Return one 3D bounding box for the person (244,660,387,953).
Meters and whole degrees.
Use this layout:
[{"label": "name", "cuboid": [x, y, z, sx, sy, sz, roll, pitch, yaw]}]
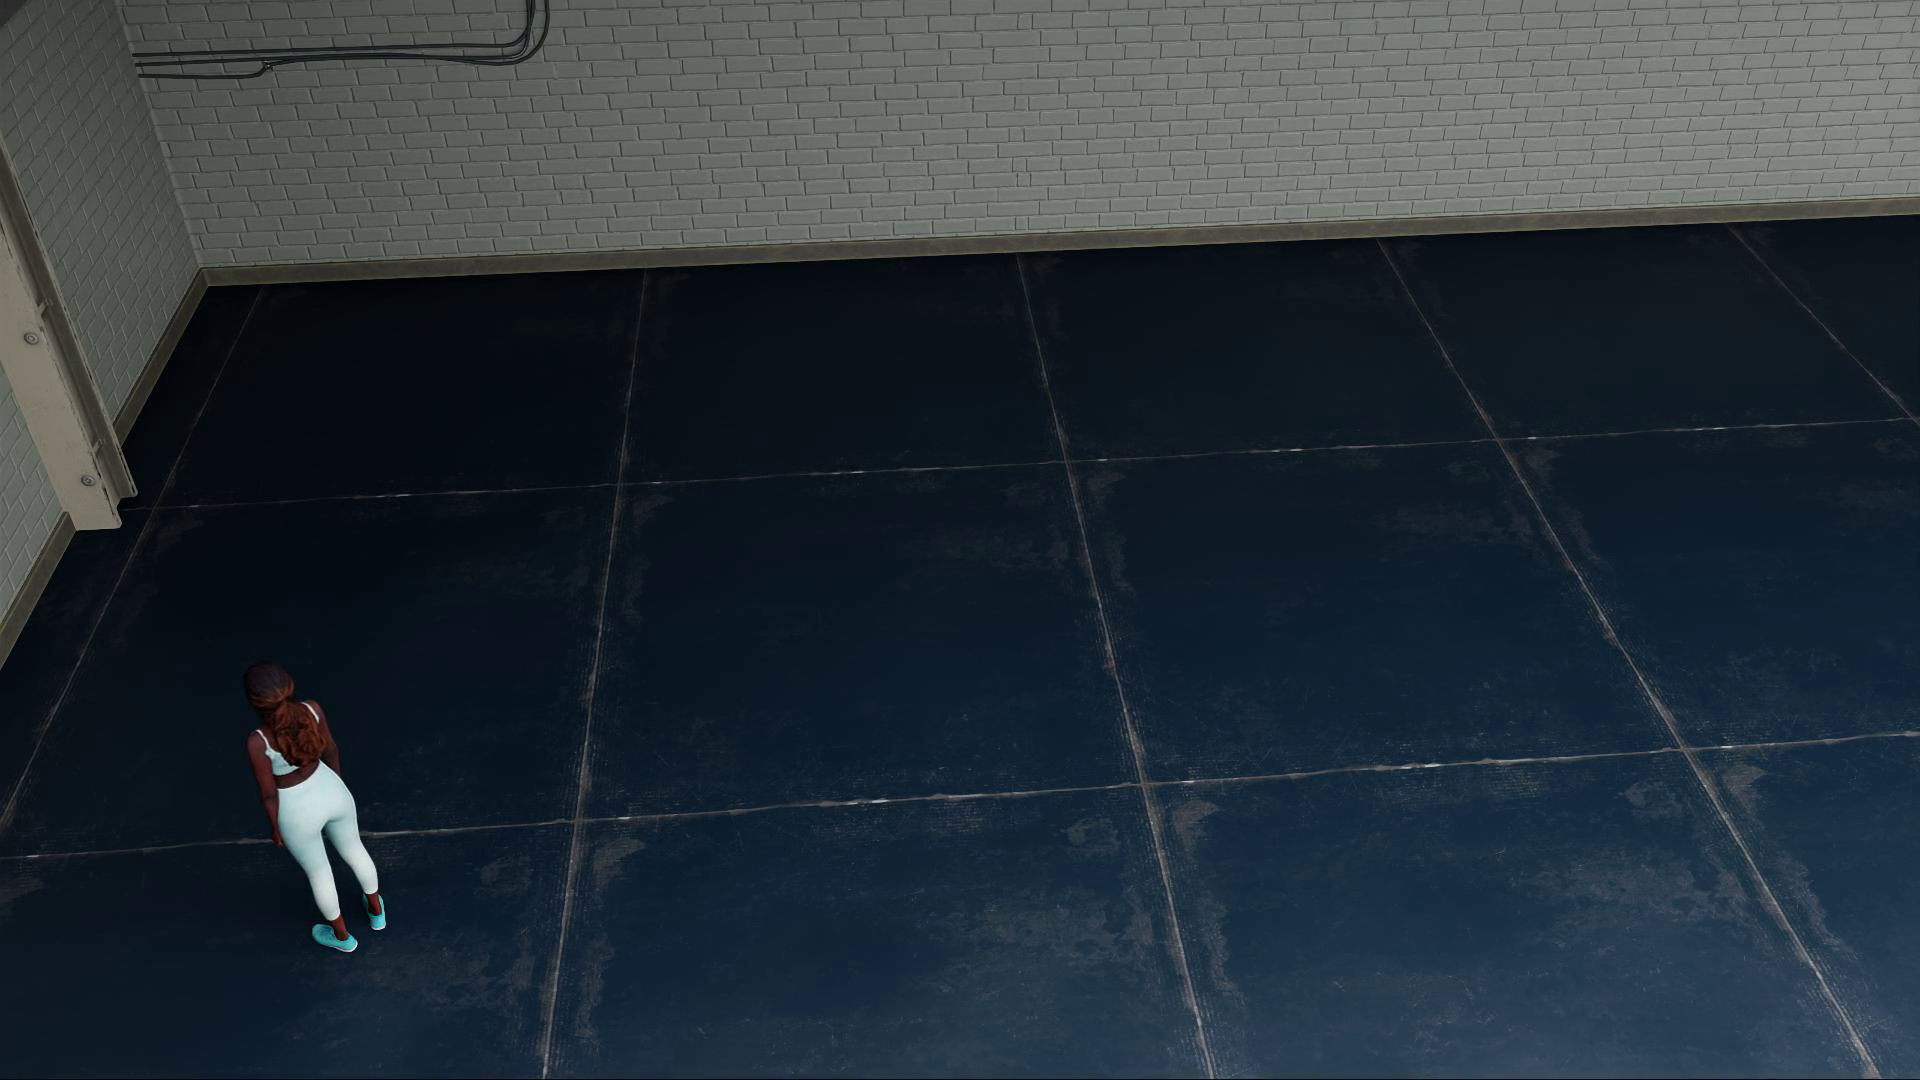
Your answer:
[{"label": "person", "cuboid": [-2.965, 1.227, 7.614, 0.710, 1.725, 0.645, 25, 45, 29]}]
